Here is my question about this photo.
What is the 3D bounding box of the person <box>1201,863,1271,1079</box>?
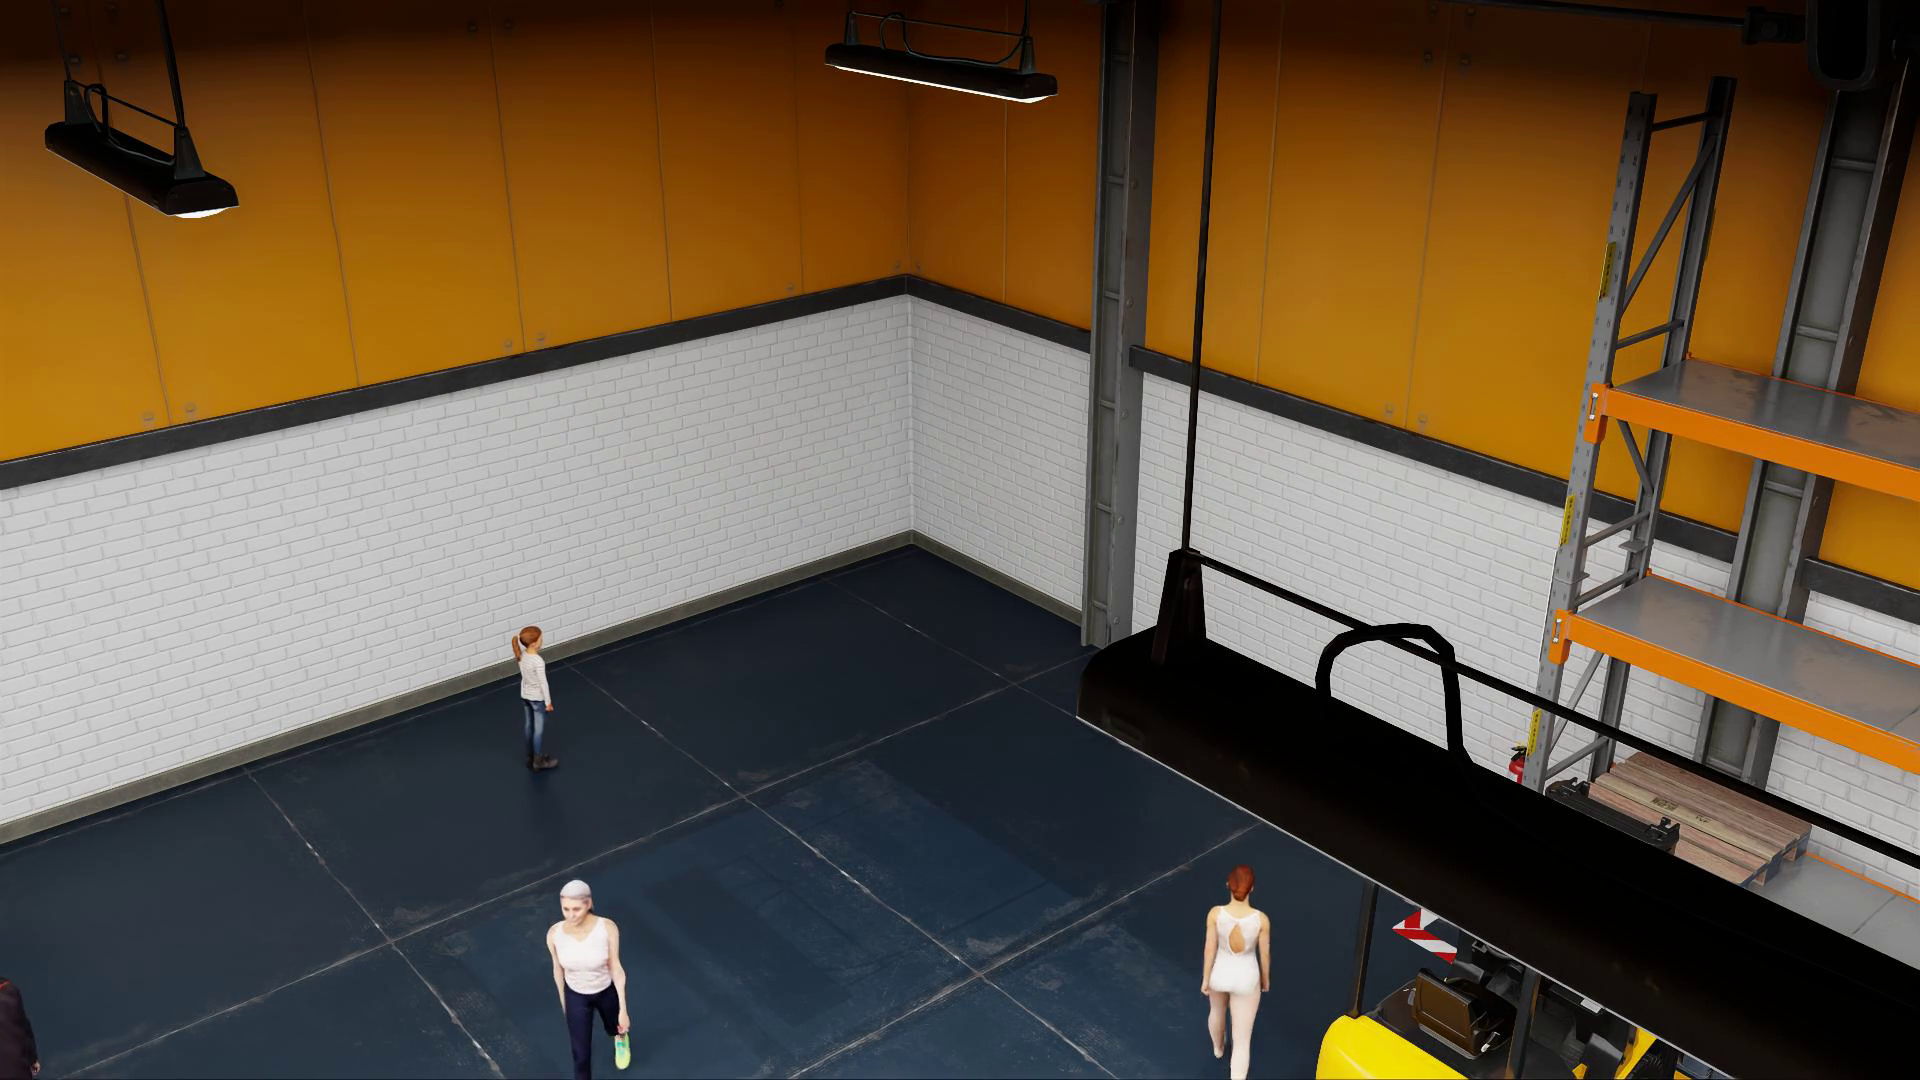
[{"bbox_3d":[1.679,2.766,10.205,1.054,1.608,1.045,5,24,11],"label":"person"}]

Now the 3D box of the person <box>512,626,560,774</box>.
[{"bbox_3d":[-3.566,1.319,13.884,0.414,1.312,0.544,21,31,40],"label":"person"}]

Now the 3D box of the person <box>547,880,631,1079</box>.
[{"bbox_3d":[-2.214,2.752,10.164,1.067,1.665,1.234,-2,24,-4],"label":"person"}]
